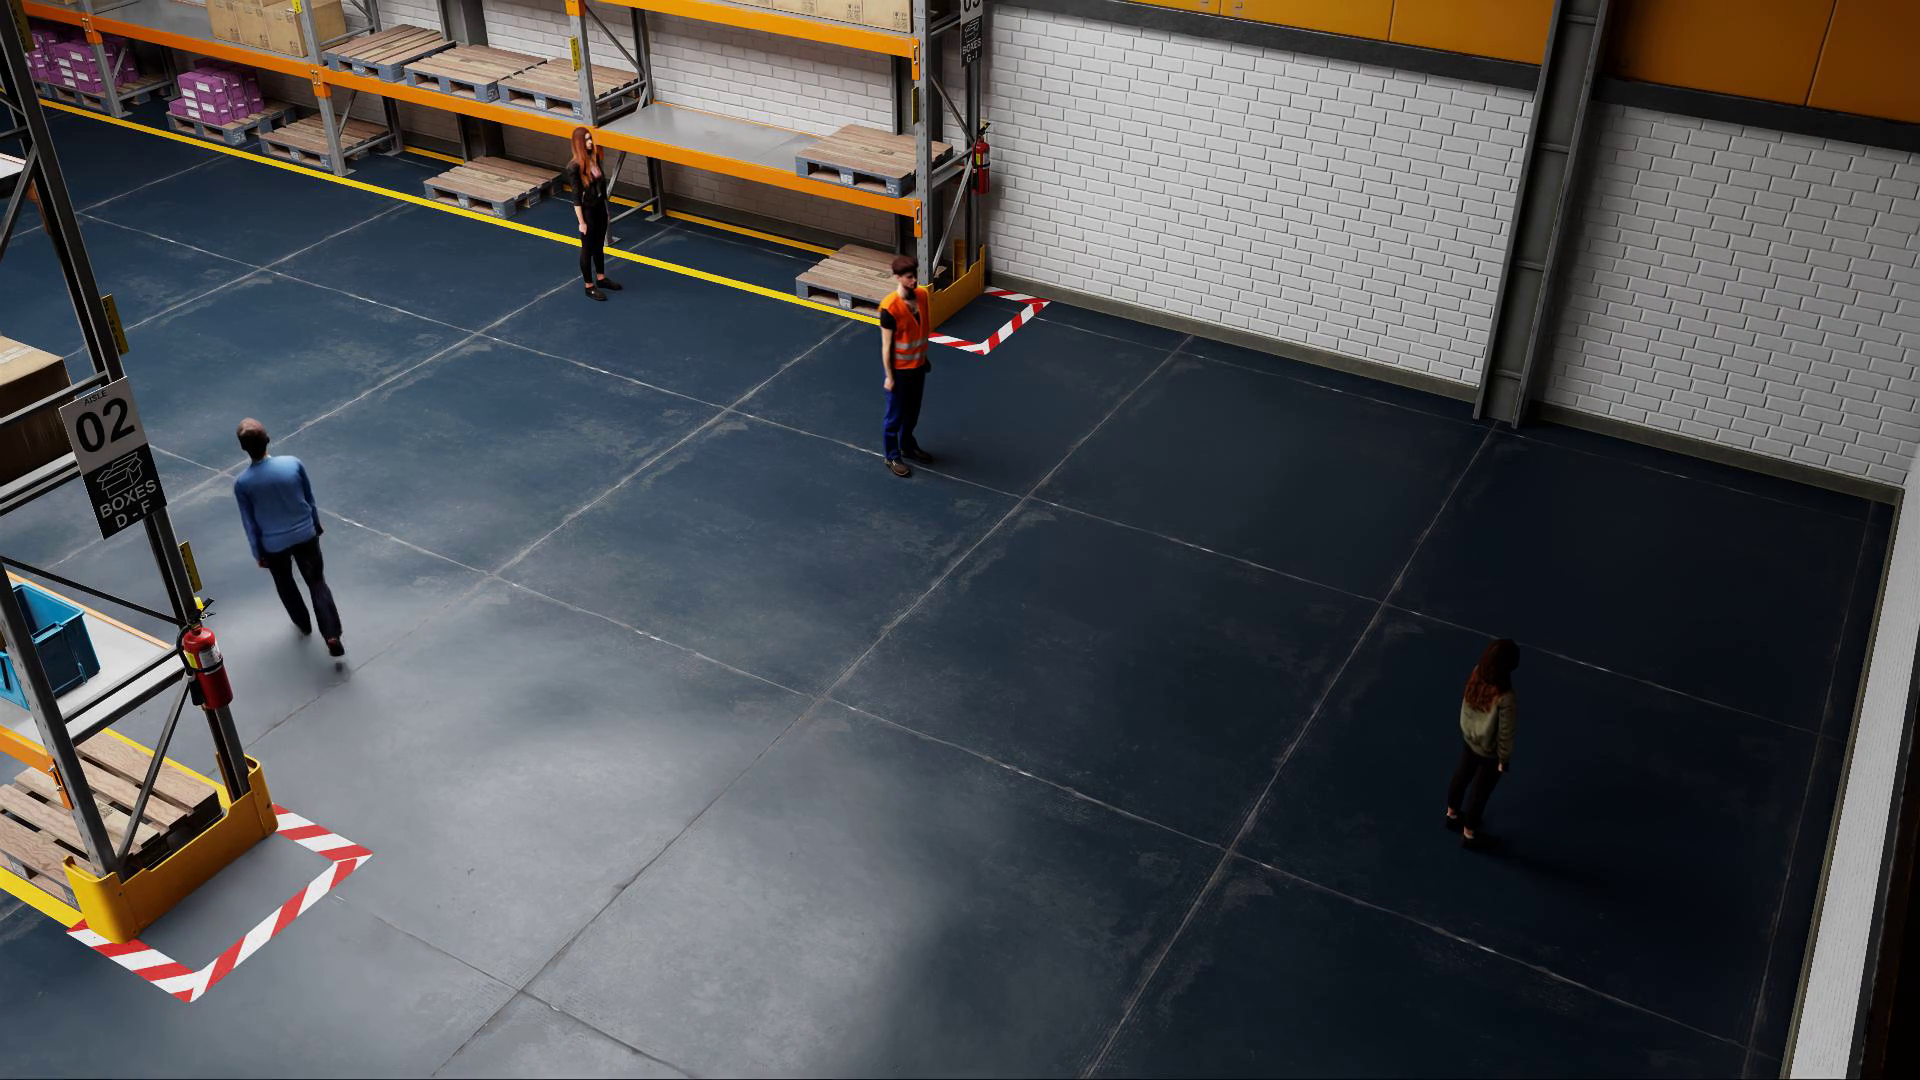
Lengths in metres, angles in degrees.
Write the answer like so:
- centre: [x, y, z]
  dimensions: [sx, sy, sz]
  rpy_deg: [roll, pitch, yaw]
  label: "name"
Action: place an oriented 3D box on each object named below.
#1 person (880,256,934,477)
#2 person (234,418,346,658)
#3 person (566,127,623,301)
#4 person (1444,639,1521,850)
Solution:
- centre: [-0.449, -1.445, 13.529]
  dimensions: [0.674, 1.884, 0.727]
  rpy_deg: [24, 41, 32]
  label: "person"
- centre: [-4.591, 0.012, 11.417]
  dimensions: [1.001, 1.795, 1.208]
  rpy_deg: [-19, 38, -26]
  label: "person"
- centre: [-3.646, -3.236, 16.378]
  dimensions: [0.540, 1.713, 0.612]
  rpy_deg: [14, 36, 20]
  label: "person"
- centre: [3.132, 1.199, 9.920]
  dimensions: [0.708, 1.475, 0.647]
  rpy_deg: [-9, 35, -13]
  label: "person"
